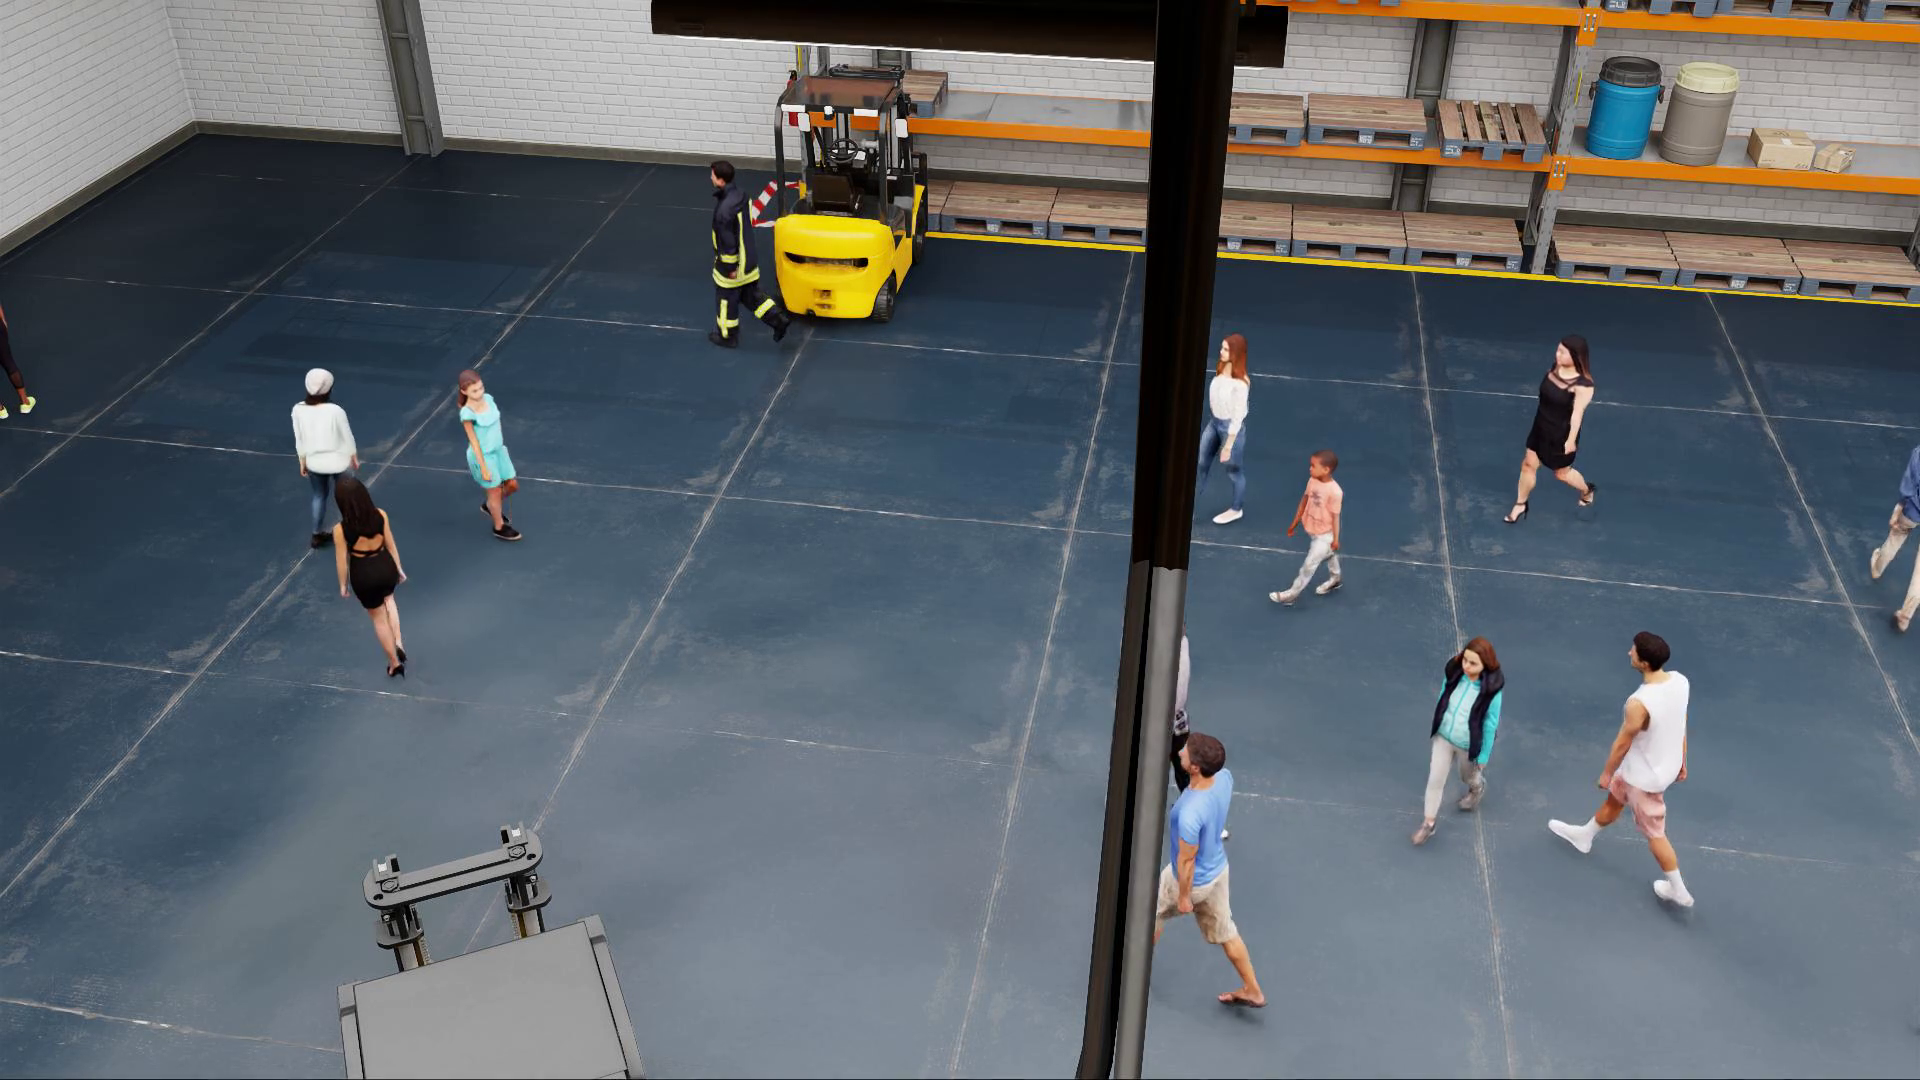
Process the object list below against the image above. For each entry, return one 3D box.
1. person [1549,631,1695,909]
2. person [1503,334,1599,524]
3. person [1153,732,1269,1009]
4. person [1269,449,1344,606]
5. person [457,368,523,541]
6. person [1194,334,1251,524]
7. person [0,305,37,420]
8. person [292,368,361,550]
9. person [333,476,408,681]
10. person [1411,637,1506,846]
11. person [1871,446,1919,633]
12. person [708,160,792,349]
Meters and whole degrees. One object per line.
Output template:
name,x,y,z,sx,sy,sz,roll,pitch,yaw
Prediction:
person,4.150,1.414,9.820,1.141,1.711,1.270,-23,40,-31
person,4.823,-0.852,13.246,1.120,1.692,0.913,-8,34,-12
person,1.373,1.844,9.062,1.319,1.834,1.042,23,40,31
person,2.770,-0.106,12.500,0.969,1.275,0.810,-15,36,-21
person,-3.787,-0.673,13.110,0.693,1.543,0.616,12,35,17
person,2.198,-0.870,13.258,1.034,1.708,0.906,-14,36,-20
person,-8.694,-1.904,14.771,0.621,1.755,0.704,-16,37,-22
person,-4.849,-0.580,12.903,0.593,1.618,0.791,-7,34,-10
person,-4.026,0.310,11.546,0.696,1.638,0.745,-25,41,-33
person,3.166,1.206,10.351,0.964,1.470,0.980,-29,43,-36
person,7.068,-0.104,12.164,1.114,1.644,0.813,11,35,16
person,-2.049,-2.687,15.815,1.116,1.903,0.857,9,35,14
